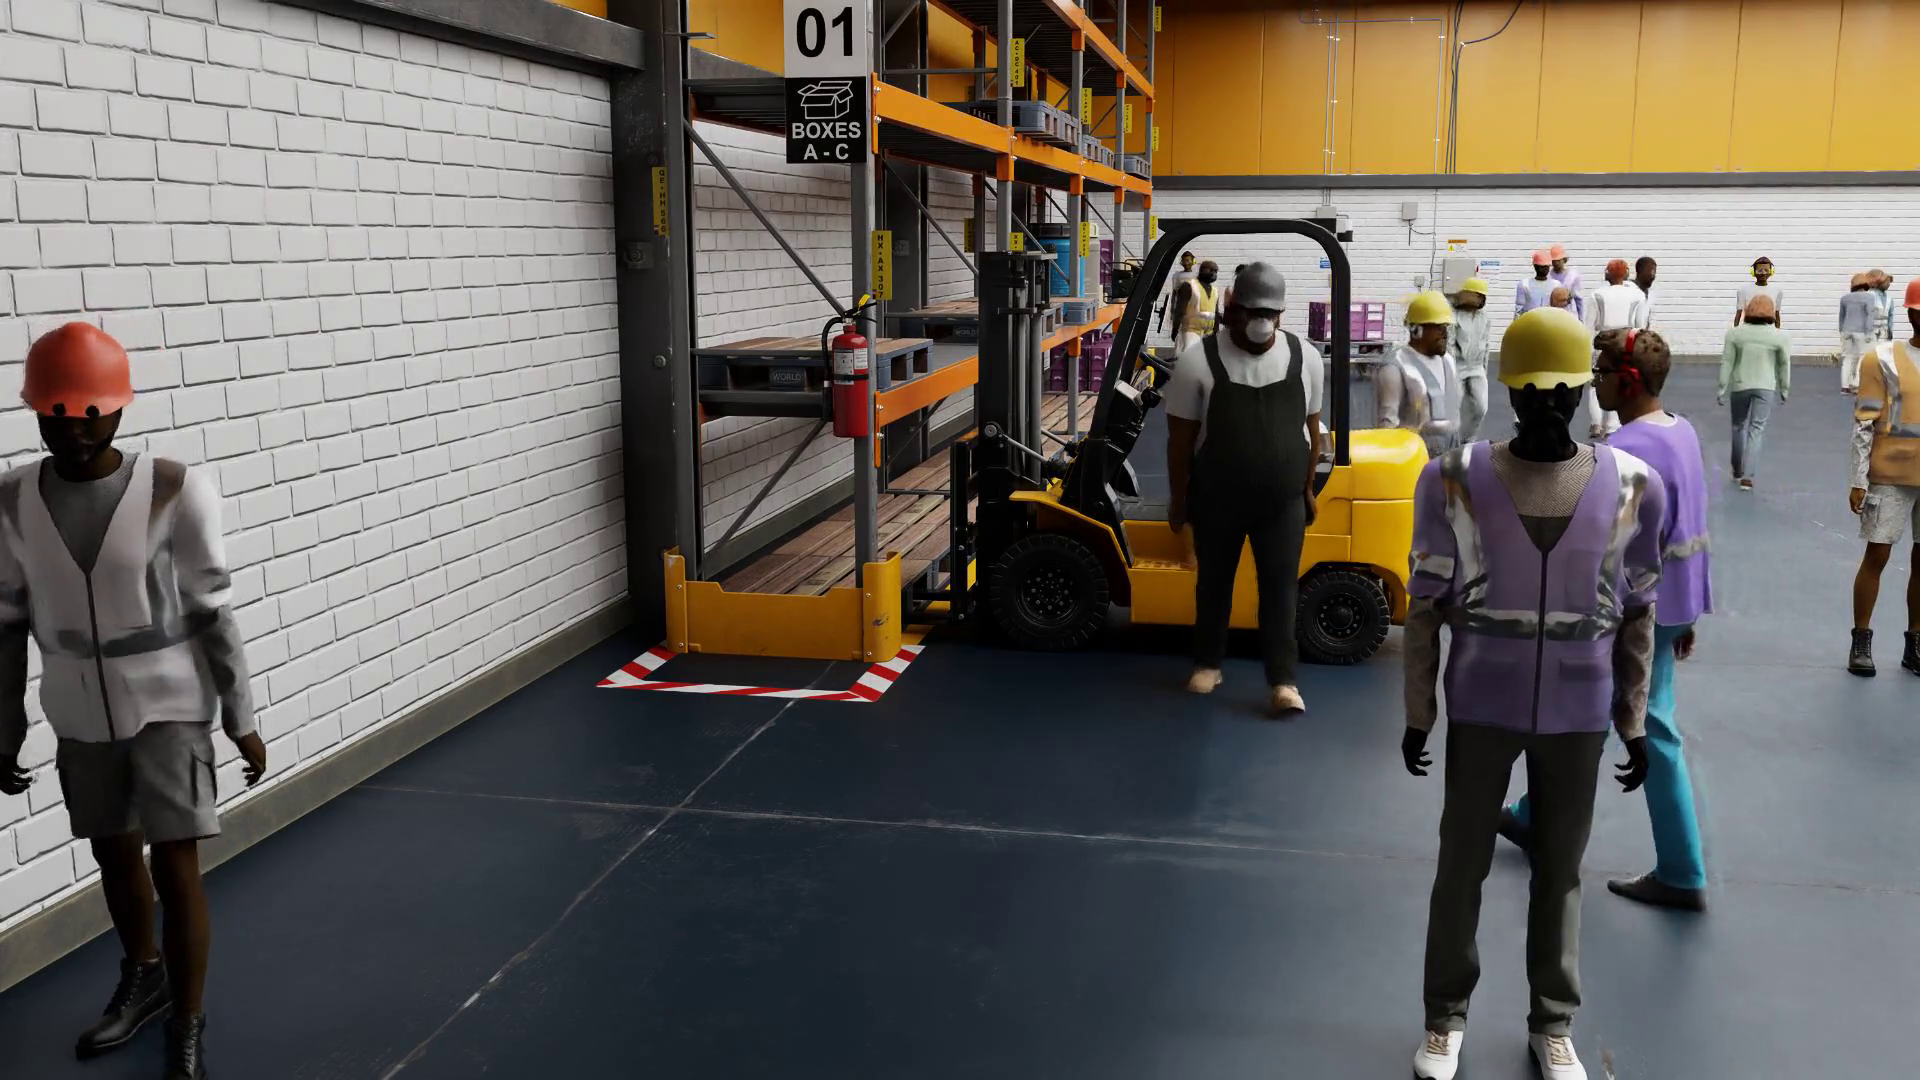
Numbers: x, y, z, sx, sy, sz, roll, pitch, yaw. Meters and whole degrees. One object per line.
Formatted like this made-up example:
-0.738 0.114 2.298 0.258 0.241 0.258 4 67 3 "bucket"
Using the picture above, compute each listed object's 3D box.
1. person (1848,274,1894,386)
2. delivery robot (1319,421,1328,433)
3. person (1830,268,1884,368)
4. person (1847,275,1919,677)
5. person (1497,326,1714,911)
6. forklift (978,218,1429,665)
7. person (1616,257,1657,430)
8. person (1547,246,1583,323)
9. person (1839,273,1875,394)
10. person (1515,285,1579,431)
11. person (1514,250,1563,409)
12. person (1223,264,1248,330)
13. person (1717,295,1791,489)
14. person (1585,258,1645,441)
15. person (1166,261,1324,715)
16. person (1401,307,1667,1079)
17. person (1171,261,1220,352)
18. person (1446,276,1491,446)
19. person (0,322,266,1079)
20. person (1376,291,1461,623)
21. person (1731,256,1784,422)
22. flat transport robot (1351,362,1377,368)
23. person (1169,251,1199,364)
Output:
12.691 -2.907 23.134 0.524 1.584 0.906 -4 11 -21 "person"
3.089 -0.919 14.802 0.477 0.478 0.707 2 10 8 "delivery robot"
13.777 -3.354 25.489 0.512 1.610 0.537 -8 13 -36 "person"
4.521 -0.301 7.877 0.552 1.936 0.360 2 11 11 "person"
2.035 0.230 5.331 0.929 1.803 0.598 9 13 39 "person"
1.285 -0.567 8.635 2.313 2.155 1.214 2 11 11 "forklift"
7.182 -2.095 17.908 0.675 1.879 0.387 -9 13 -39 "person"
8.427 -3.144 23.425 0.691 1.969 1.094 3 11 18 "person"
11.956 -2.755 22.216 0.396 1.602 0.541 -5 12 -27 "person"
5.885 -1.738 16.642 0.606 1.611 0.546 -7 13 -35 "person"
6.973 -2.517 20.080 0.565 1.929 0.401 1 10 8 "person"
4.042 -3.105 23.906 0.541 1.696 0.315 2 11 11 "person"
6.688 -1.254 13.996 0.529 1.599 0.777 6 12 31 "person"
6.685 -1.937 17.028 0.596 1.864 0.564 3 11 15 "person"
1.265 -0.258 7.358 0.706 2.000 0.821 0 10 -1 "person"
1.381 0.402 4.052 0.595 1.925 0.370 2 11 11 "person"
3.011 -2.626 21.033 0.708 1.790 0.429 -8 13 -37 "person"
4.605 -1.519 15.097 0.497 1.726 0.420 -2 10 -10 "person"
-2.027 0.427 4.024 0.641 1.894 0.790 -1 10 -8 "person"
2.491 -0.480 9.229 0.593 1.808 0.830 -9 14 -41 "person"
9.023 -2.264 18.825 0.535 1.869 0.314 2 11 11 "person"
6.769 -2.786 26.074 0.652 0.197 1.431 -3 11 -14 "flat transport robot"
3.523 -3.539 25.816 0.535 1.869 0.314 2 11 11 "person"
